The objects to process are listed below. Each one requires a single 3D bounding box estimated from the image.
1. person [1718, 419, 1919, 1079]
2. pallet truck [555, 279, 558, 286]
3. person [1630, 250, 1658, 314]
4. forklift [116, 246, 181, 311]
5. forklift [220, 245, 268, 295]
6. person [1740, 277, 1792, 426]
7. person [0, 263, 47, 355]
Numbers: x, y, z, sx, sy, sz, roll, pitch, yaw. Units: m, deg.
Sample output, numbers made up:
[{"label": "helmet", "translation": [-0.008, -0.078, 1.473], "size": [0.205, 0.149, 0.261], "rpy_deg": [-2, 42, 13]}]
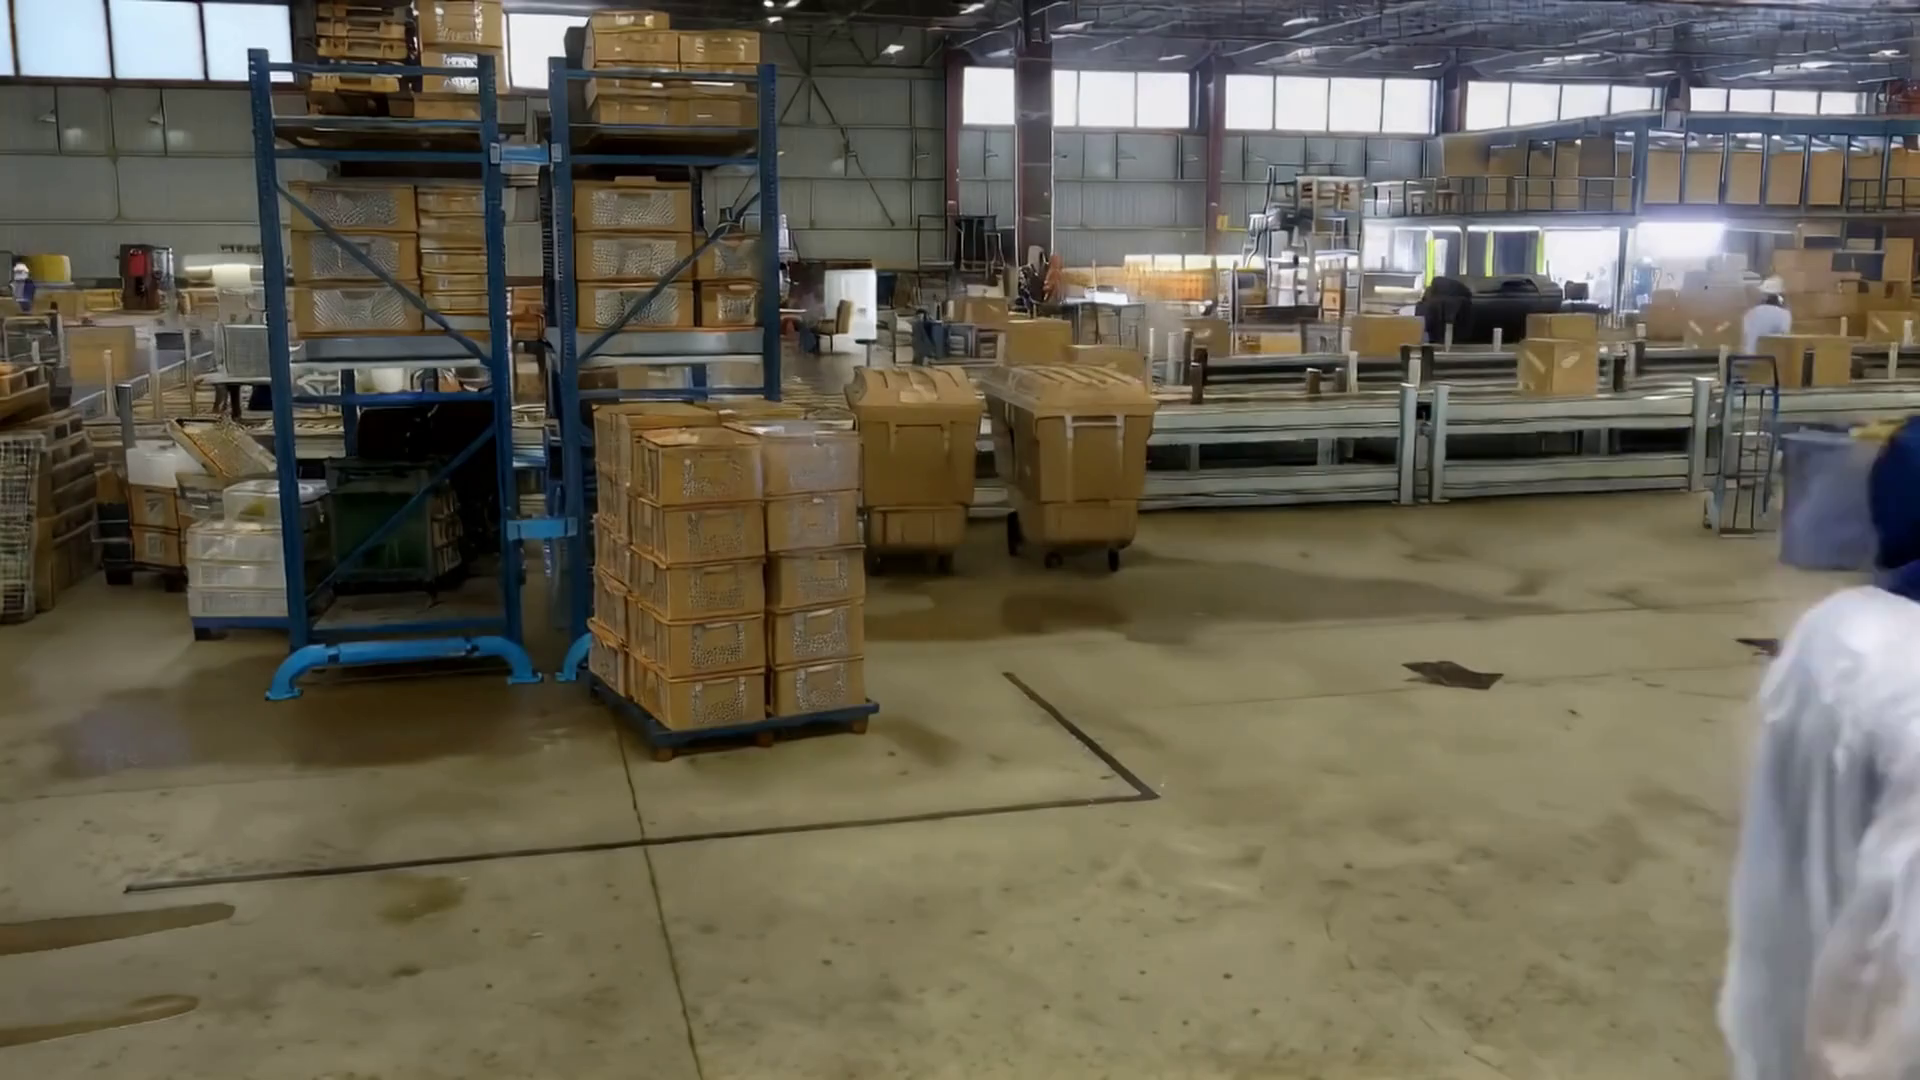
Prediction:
[{"label": "person", "translation": [1.337, 0.769, 2.309], "size": [0.546, 1.921, 0.661], "rpy_deg": [2, 10, 11]}, {"label": "pallet truck", "translation": [-10.604, -6.375, 44.520], "size": [0.653, 1.274, 1.630], "rpy_deg": [-3, 10, -15]}, {"label": "person", "translation": [17.006, -6.182, 41.374], "size": [0.606, 2.038, 0.393], "rpy_deg": [1, 10, 5]}, {"label": "forklift", "translation": [-19.966, -6.232, 40.894], "size": [1.157, 1.987, 2.680], "rpy_deg": [-3, 10, -15]}, {"label": "forklift", "translation": [-17.749, -6.334, 41.440], "size": [1.157, 1.987, 2.680], "rpy_deg": [-3, 10, -17]}, {"label": "person", "translation": [8.329, -1.820, 17.287], "size": [0.674, 1.810, 0.595], "rpy_deg": [-3, 10, -16]}, {"label": "person", "translation": [-18.426, -4.528, 32.677], "size": [0.623, 1.781, 0.912], "rpy_deg": [4, 11, 22]}]
